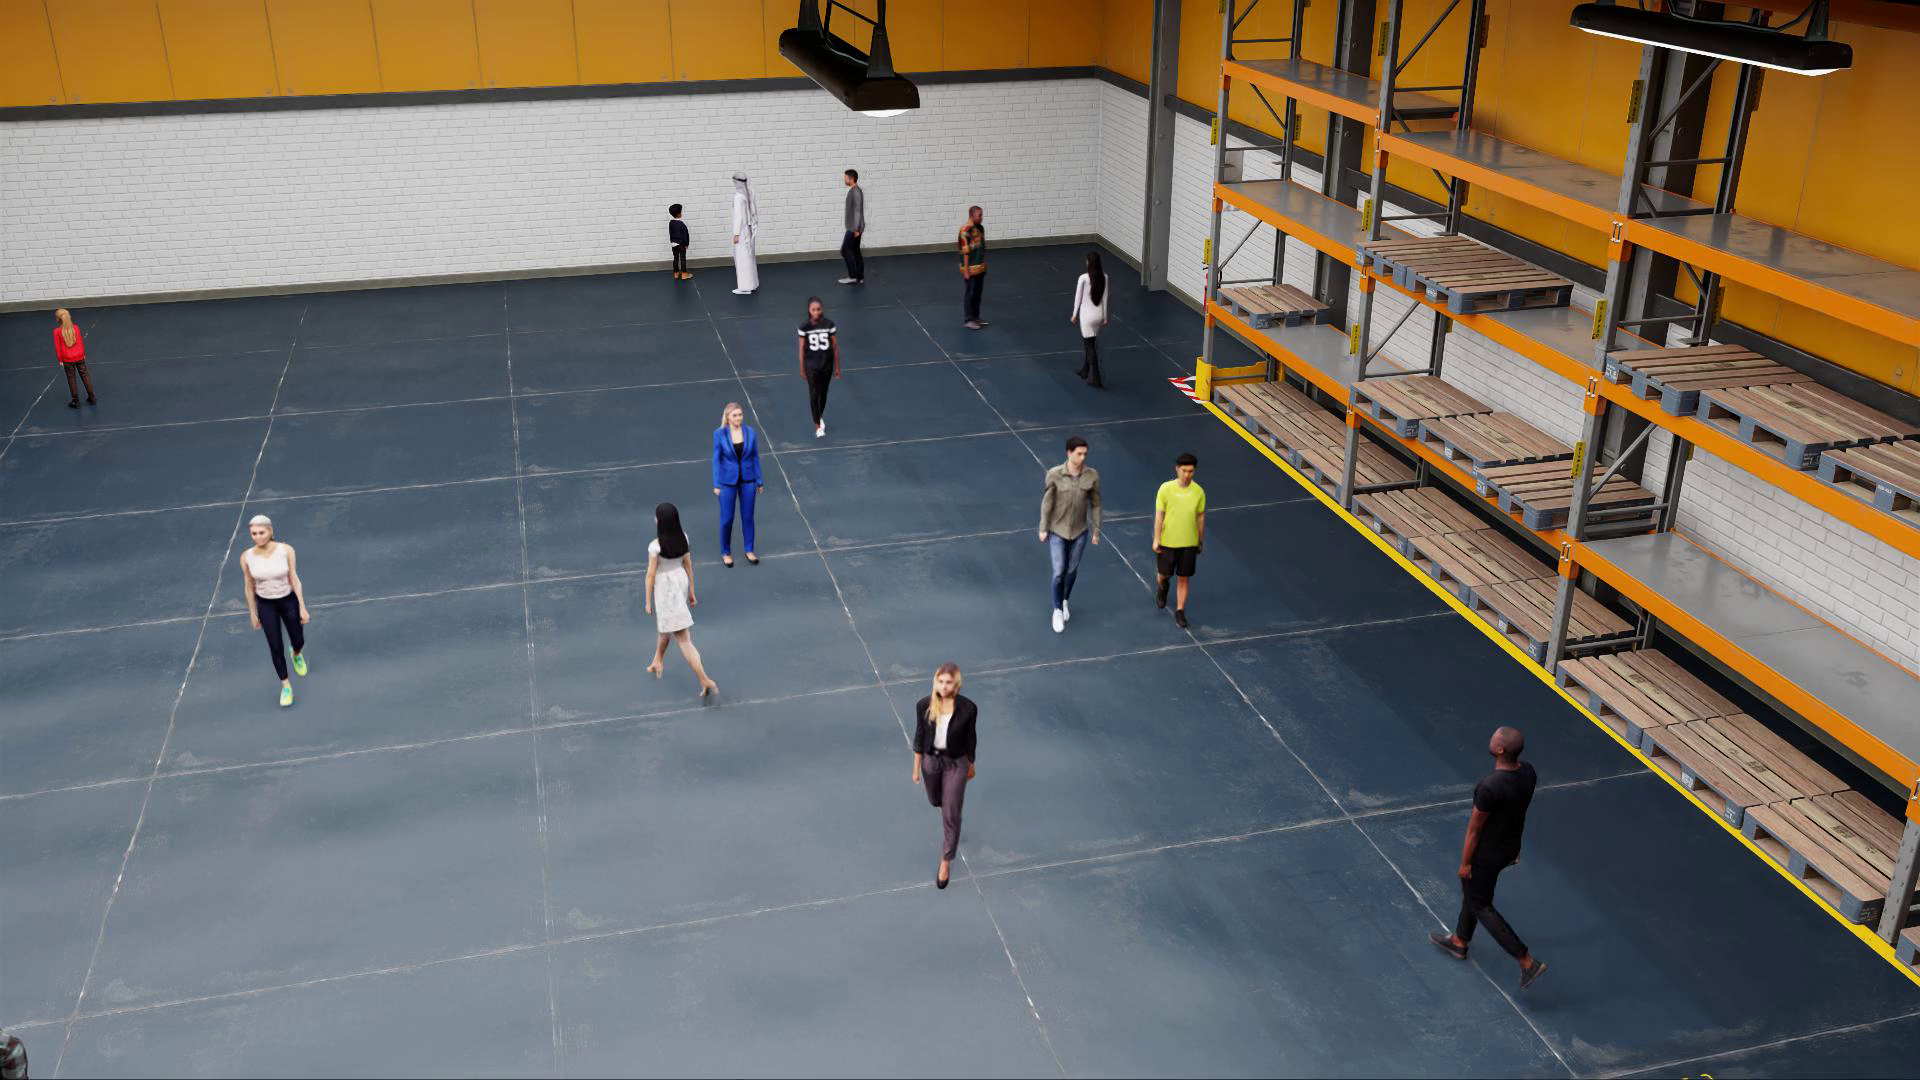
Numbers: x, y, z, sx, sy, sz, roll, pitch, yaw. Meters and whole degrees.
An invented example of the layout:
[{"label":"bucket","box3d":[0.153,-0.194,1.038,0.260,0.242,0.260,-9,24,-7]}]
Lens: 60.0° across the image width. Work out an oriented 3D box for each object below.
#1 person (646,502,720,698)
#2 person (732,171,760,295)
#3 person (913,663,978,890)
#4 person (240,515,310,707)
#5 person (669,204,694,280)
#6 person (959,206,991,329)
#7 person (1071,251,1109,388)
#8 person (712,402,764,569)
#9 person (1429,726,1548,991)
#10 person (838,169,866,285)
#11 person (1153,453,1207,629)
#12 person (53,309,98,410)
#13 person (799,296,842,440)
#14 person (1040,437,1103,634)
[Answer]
[{"label":"person","box3d":[-2.400,0.561,14.157,1.227,1.724,1.026,20,31,38]},{"label":"person","box3d":[-3.420,-4.879,26.344,0.859,1.930,0.771,8,25,18]},{"label":"person","box3d":[-0.096,1.602,11.878,0.909,1.643,1.120,5,24,12]},{"label":"person","box3d":[-5.828,0.550,14.225,0.645,1.690,0.820,-8,25,-17]},{"label":"person","box3d":[-4.616,-4.906,27.285,0.579,1.226,0.643,14,27,29]},{"label":"person","box3d":[0.185,-4.047,24.597,0.870,1.806,0.822,16,28,33]},{"label":"person","box3d":[1.759,-2.901,21.992,0.788,1.792,1.015,-13,27,-28]},{"label":"person","box3d":[-2.264,-0.589,16.818,0.673,1.700,0.591,-9,25,-20]},{"label":"person","box3d":[3.468,2.054,10.653,0.969,1.795,1.206,-18,29,-35]},{"label":"person","box3d":[-1.641,-5.028,26.776,0.875,1.857,0.723,2,24,5]},{"label":"person","box3d":[2.028,-0.042,15.565,0.743,1.701,0.851,0,24,0]},{"label":"person","box3d":[-11.388,-2.340,21.348,0.608,1.280,0.567,19,30,37]},{"label":"person","box3d":[-1.731,-2.131,20.351,0.623,1.695,1.092,-7,25,-15]},{"label":"person","box3d":[1.003,-0.122,15.569,0.773,1.845,0.825,-3,24,-7]}]
